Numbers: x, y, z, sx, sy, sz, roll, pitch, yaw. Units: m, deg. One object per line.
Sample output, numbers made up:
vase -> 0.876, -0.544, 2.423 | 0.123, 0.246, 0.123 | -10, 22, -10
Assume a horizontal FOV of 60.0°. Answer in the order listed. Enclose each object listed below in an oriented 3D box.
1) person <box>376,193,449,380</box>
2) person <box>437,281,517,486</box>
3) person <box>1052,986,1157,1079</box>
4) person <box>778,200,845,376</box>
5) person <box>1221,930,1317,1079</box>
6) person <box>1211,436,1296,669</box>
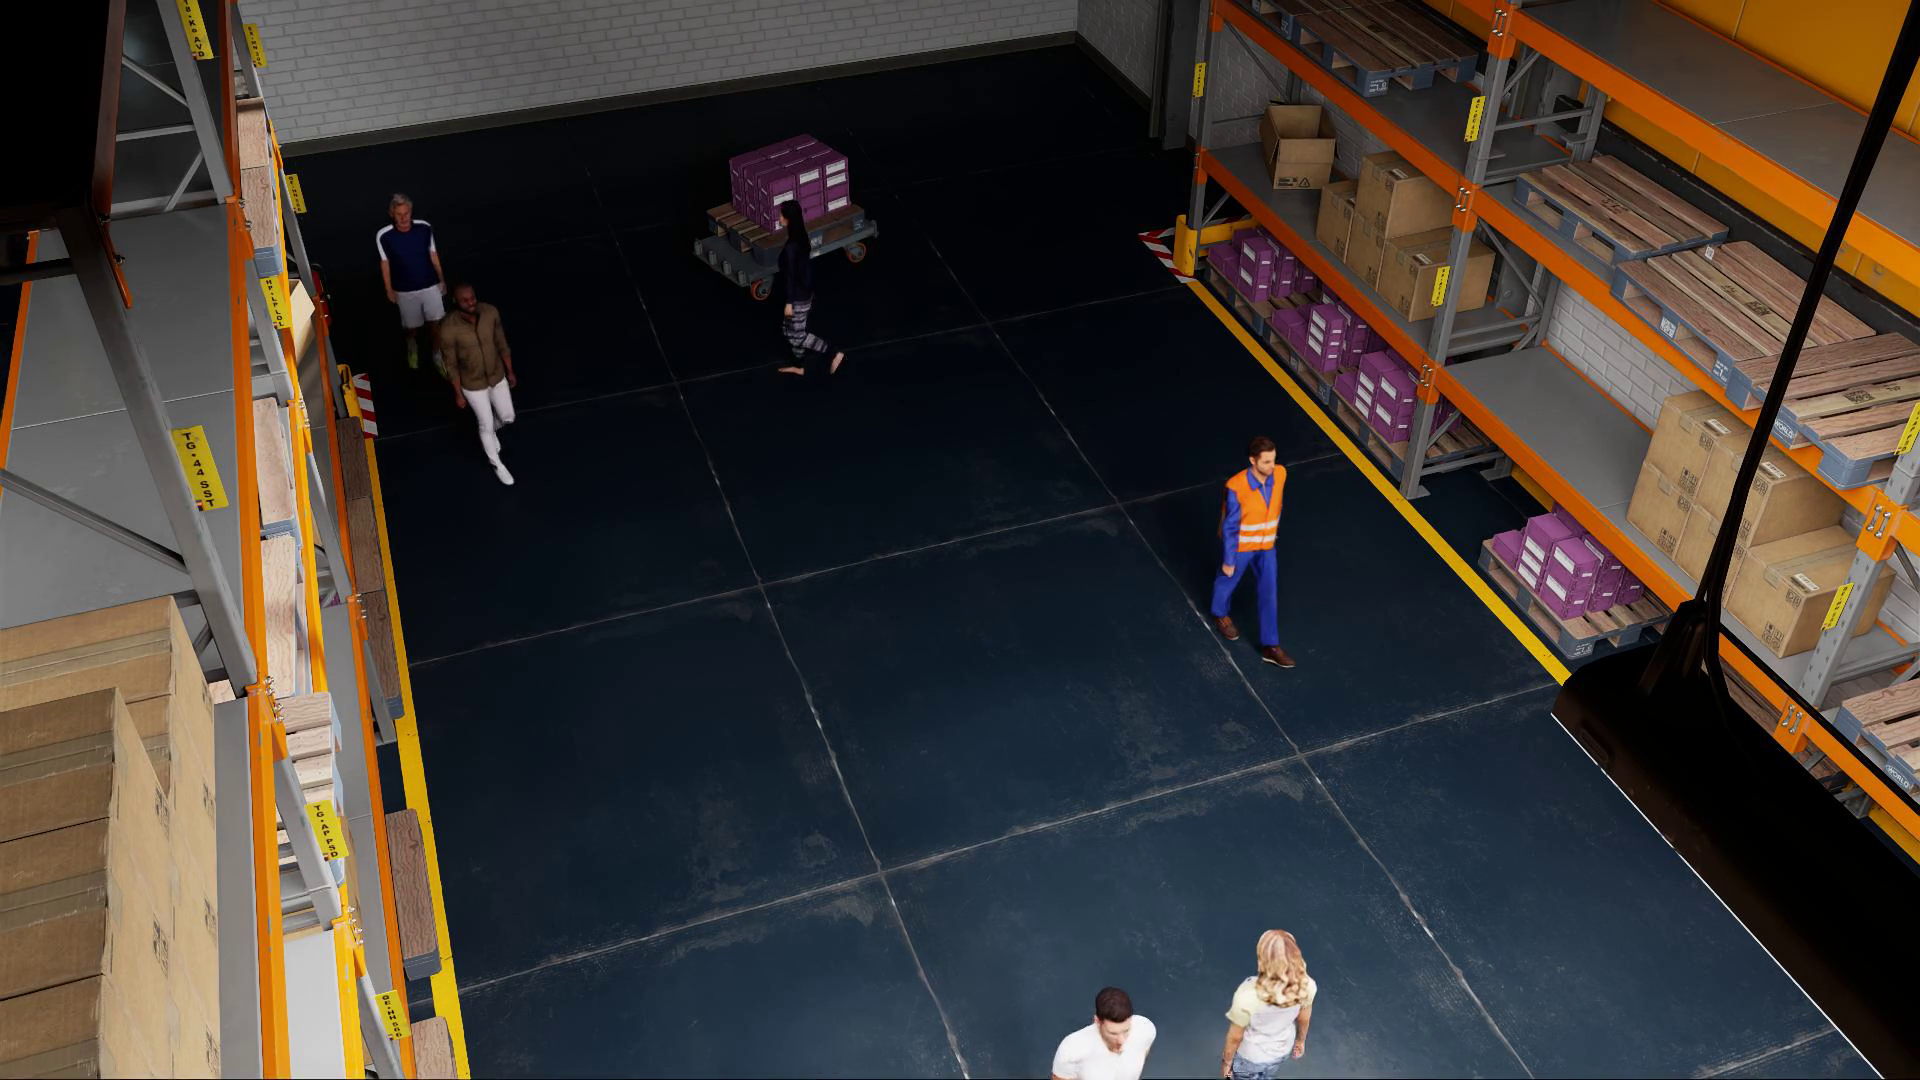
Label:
person -> -4.783, -2.263, 14.535 | 0.737, 1.821, 0.810 | -23, 44, -26
person -> -3.871, -1.313, 13.355 | 0.897, 1.809, 0.963 | -30, 47, -32
person -> 0.668, 2.739, 8.273 | 0.788, 1.819, 1.214 | -9, 39, -11
person -> -1.331, -2.139, 14.461 | 0.889, 1.720, 0.905 | 5, 39, 6
person -> 1.574, 2.658, 8.462 | 0.629, 1.709, 0.846 | -12, 40, -15
person -> 1.981, -0.012, 11.705 | 0.803, 1.835, 1.078 | -18, 42, -21
